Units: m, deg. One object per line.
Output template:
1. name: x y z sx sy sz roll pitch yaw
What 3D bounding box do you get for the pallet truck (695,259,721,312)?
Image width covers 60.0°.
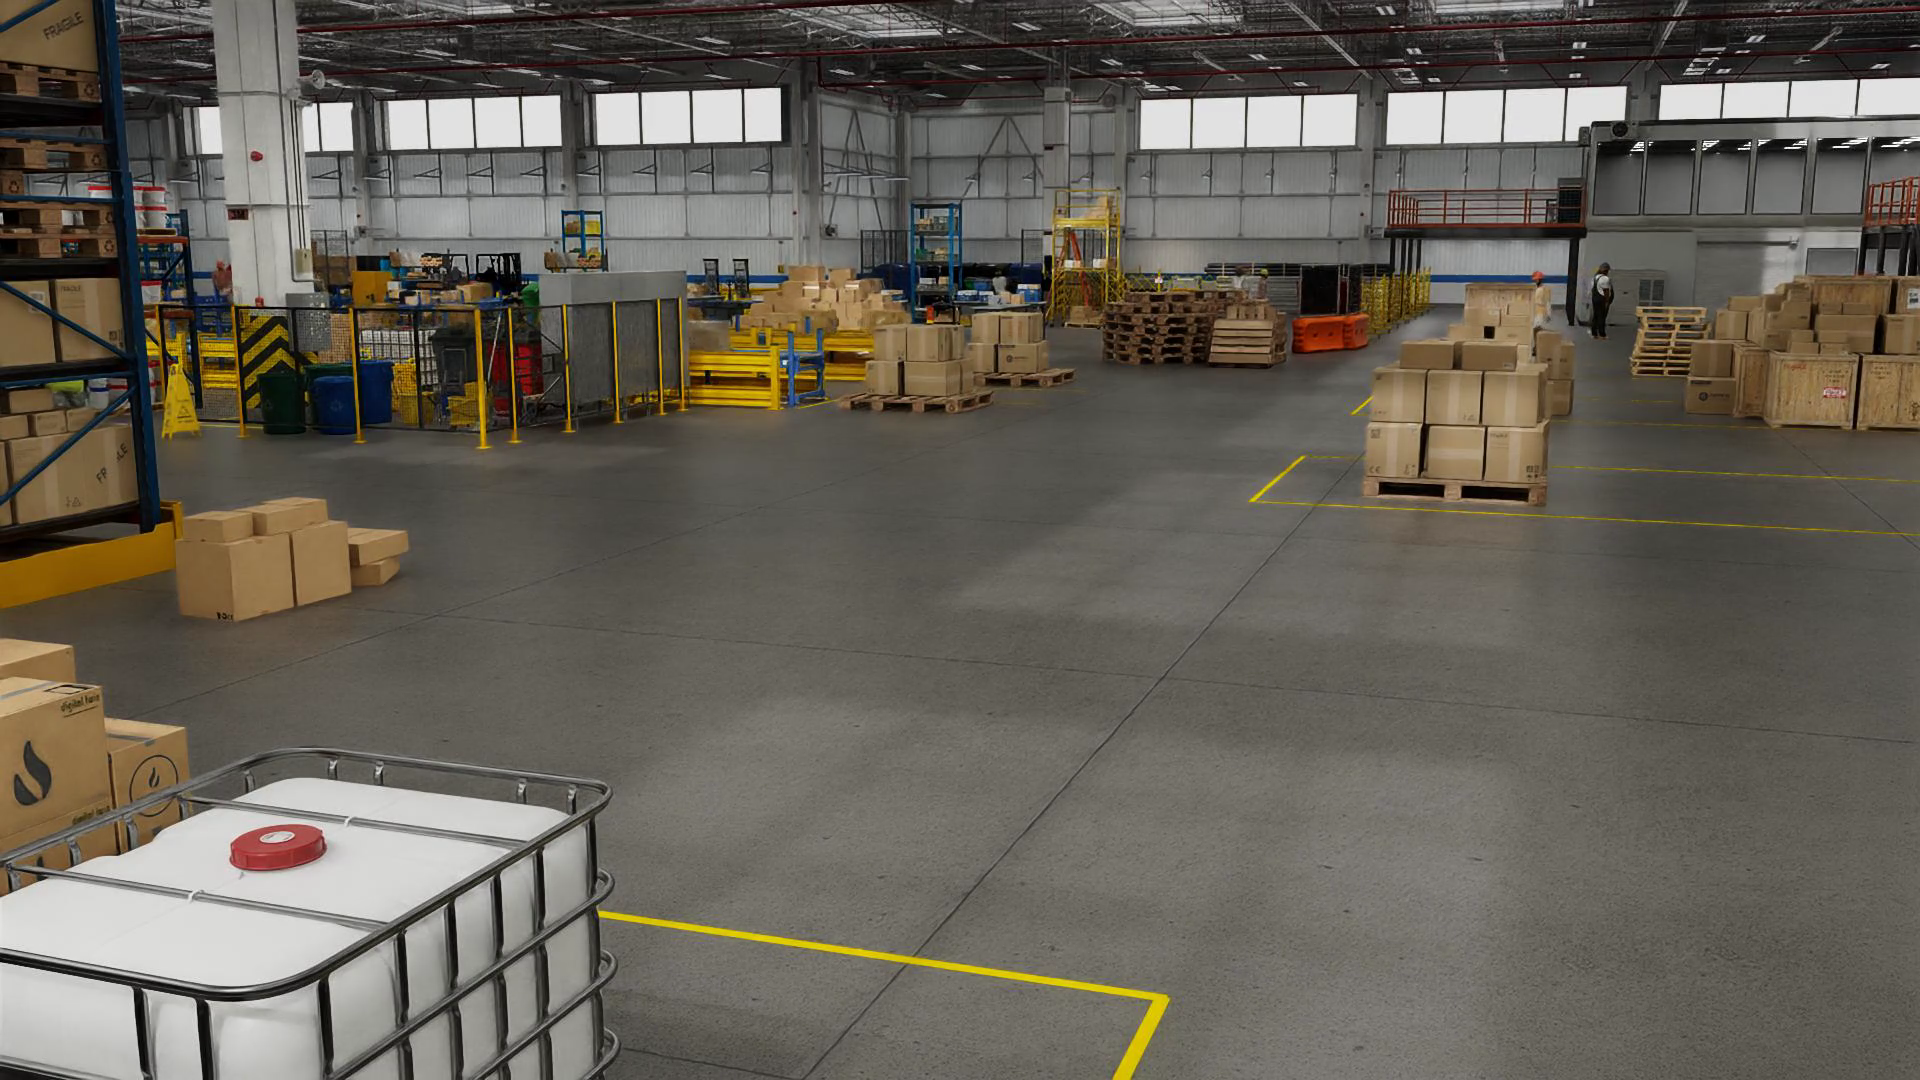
1. pallet truck: -9.165 -9.627 62.776 0.823 1.965 1.885 4 11 23

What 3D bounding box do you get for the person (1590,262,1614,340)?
1. person: 17.066 -6.339 44.138 0.537 2.000 0.674 -2 10 -10

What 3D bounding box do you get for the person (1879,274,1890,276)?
1. person: 16.652 -3.867 30.389 0.648 1.980 0.683 -9 14 -43

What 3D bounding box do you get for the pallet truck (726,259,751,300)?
1. pallet truck: -7.986 -9.493 62.019 0.823 1.965 1.885 3 11 17

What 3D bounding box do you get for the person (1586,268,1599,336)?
1. person: 17.598 -6.575 45.818 0.606 1.910 0.416 1 10 6

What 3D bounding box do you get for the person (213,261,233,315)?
1. person: -26.458 -9.040 59.695 0.642 1.927 1.010 -2 10 -11

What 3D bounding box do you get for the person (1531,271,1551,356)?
1. person: 12.912 -5.073 37.367 0.701 1.907 0.571 -8 13 -37

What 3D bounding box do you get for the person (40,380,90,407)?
1. person: -10.556 -1.793 19.606 0.550 1.646 0.860 -5 11 -26

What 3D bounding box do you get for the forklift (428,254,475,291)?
1. forklift: -20.133 -10.254 65.465 1.157 1.987 2.680 3 11 19

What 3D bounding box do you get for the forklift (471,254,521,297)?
1. forklift: -17.990 -10.121 64.684 1.157 1.987 2.680 3 11 17

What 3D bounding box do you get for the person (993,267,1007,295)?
1. person: 1.287 -7.621 51.996 0.525 1.829 0.936 6 12 32

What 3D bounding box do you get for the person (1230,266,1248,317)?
1. person: 8.713 -7.572 51.617 0.624 1.862 0.760 8 13 39

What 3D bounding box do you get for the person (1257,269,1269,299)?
1. person: 9.270 -7.396 50.894 0.343 1.759 0.523 -1 10 -6
